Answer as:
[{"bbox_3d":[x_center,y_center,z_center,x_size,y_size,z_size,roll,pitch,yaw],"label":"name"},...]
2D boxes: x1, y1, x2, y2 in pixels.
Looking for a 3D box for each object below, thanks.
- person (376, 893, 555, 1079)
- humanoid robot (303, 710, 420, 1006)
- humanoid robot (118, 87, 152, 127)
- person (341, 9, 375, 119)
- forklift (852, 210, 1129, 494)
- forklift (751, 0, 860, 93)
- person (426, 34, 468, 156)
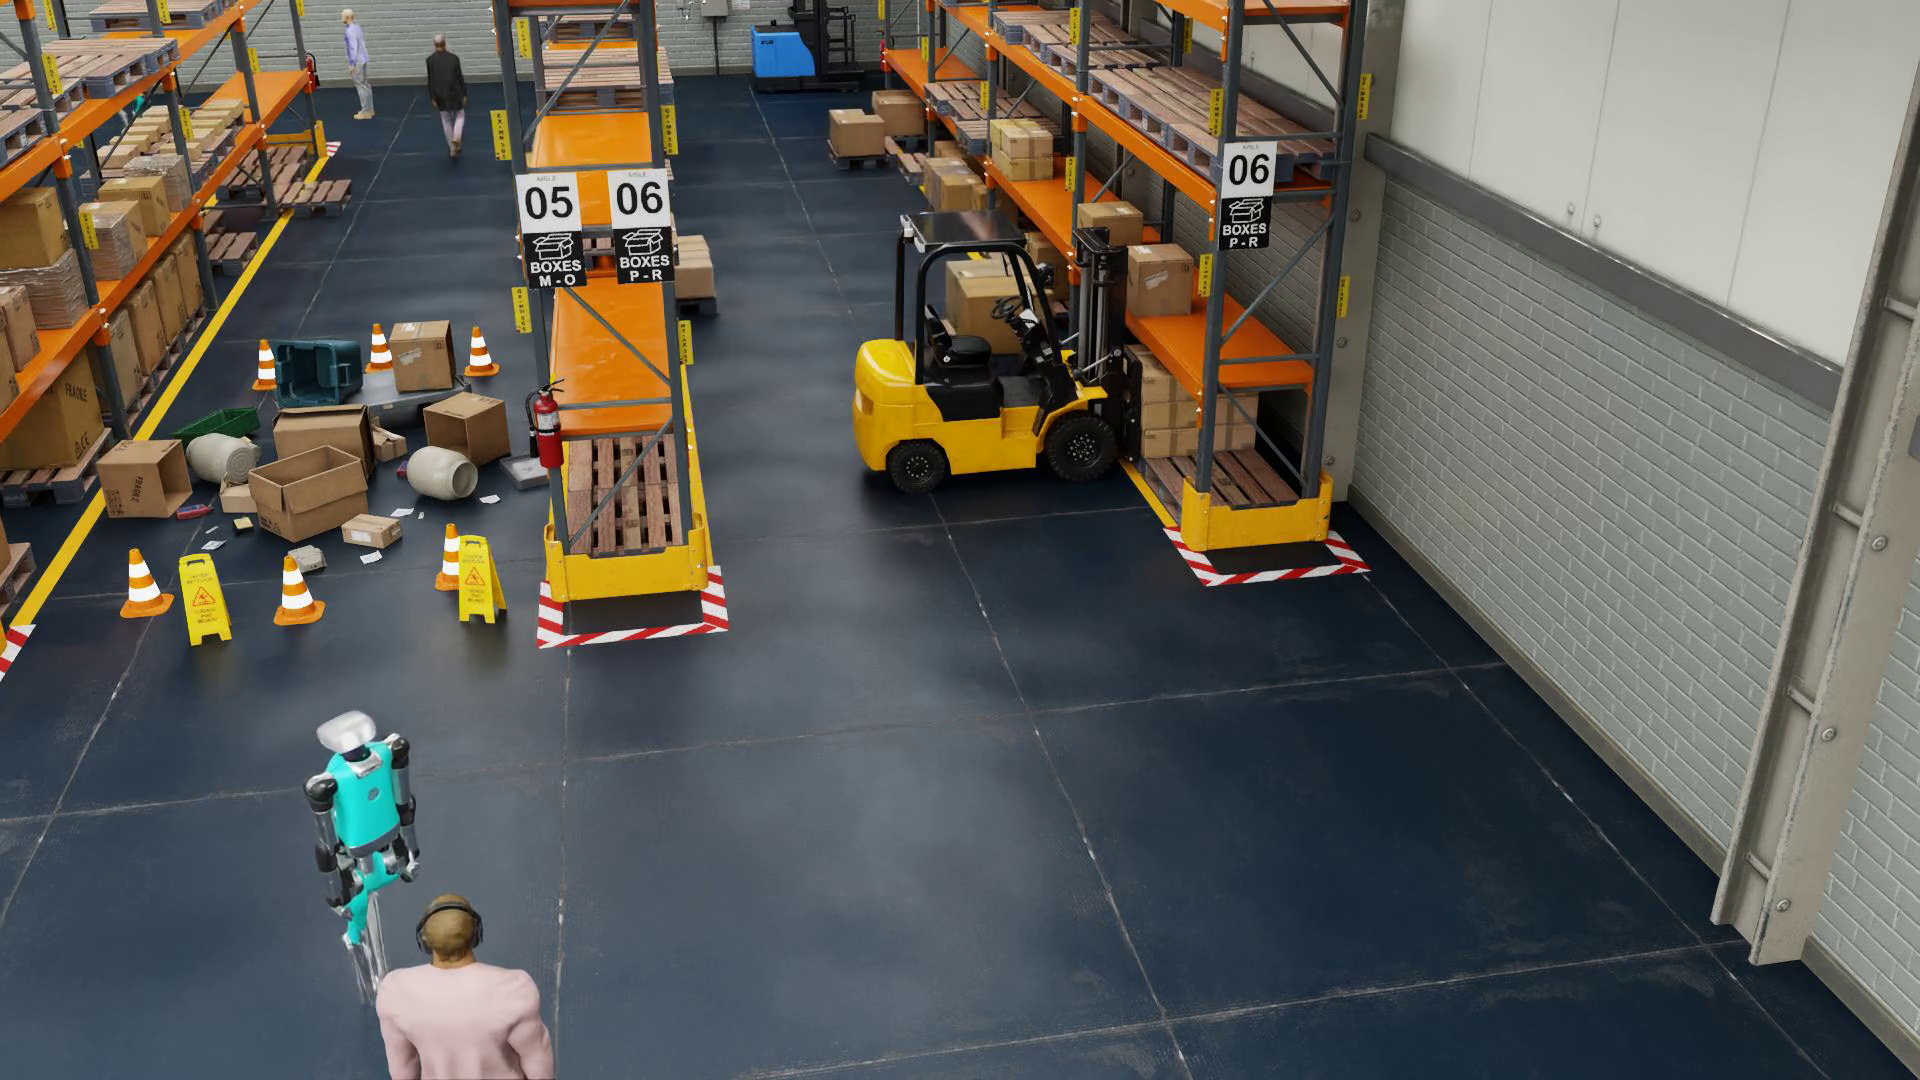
[{"bbox_3d":[-1.906,2.209,6.601,0.634,1.939,0.366,-1,26,-1],"label":"person"},{"bbox_3d":[-2.990,1.630,8.179,0.716,1.906,0.540,17,31,32],"label":"humanoid robot"},{"bbox_3d":[-12.964,-6.975,25.989,0.545,1.734,1.042,-23,34,-40],"label":"humanoid robot"},{"bbox_3d":[-10.168,-8.047,28.121,0.374,1.797,0.606,-1,26,-3],"label":"person"},{"bbox_3d":[0.216,-1.659,14.366,2.313,2.155,1.214,-5,26,-10],"label":"forklift"},{"bbox_3d":[-2.872,-9.679,30.288,1.873,2.768,1.129,-5,26,-10],"label":"forklift"},{"bbox_3d":[-7.839,-6.788,25.446,0.560,1.836,0.505,-4,26,-9],"label":"person"}]
